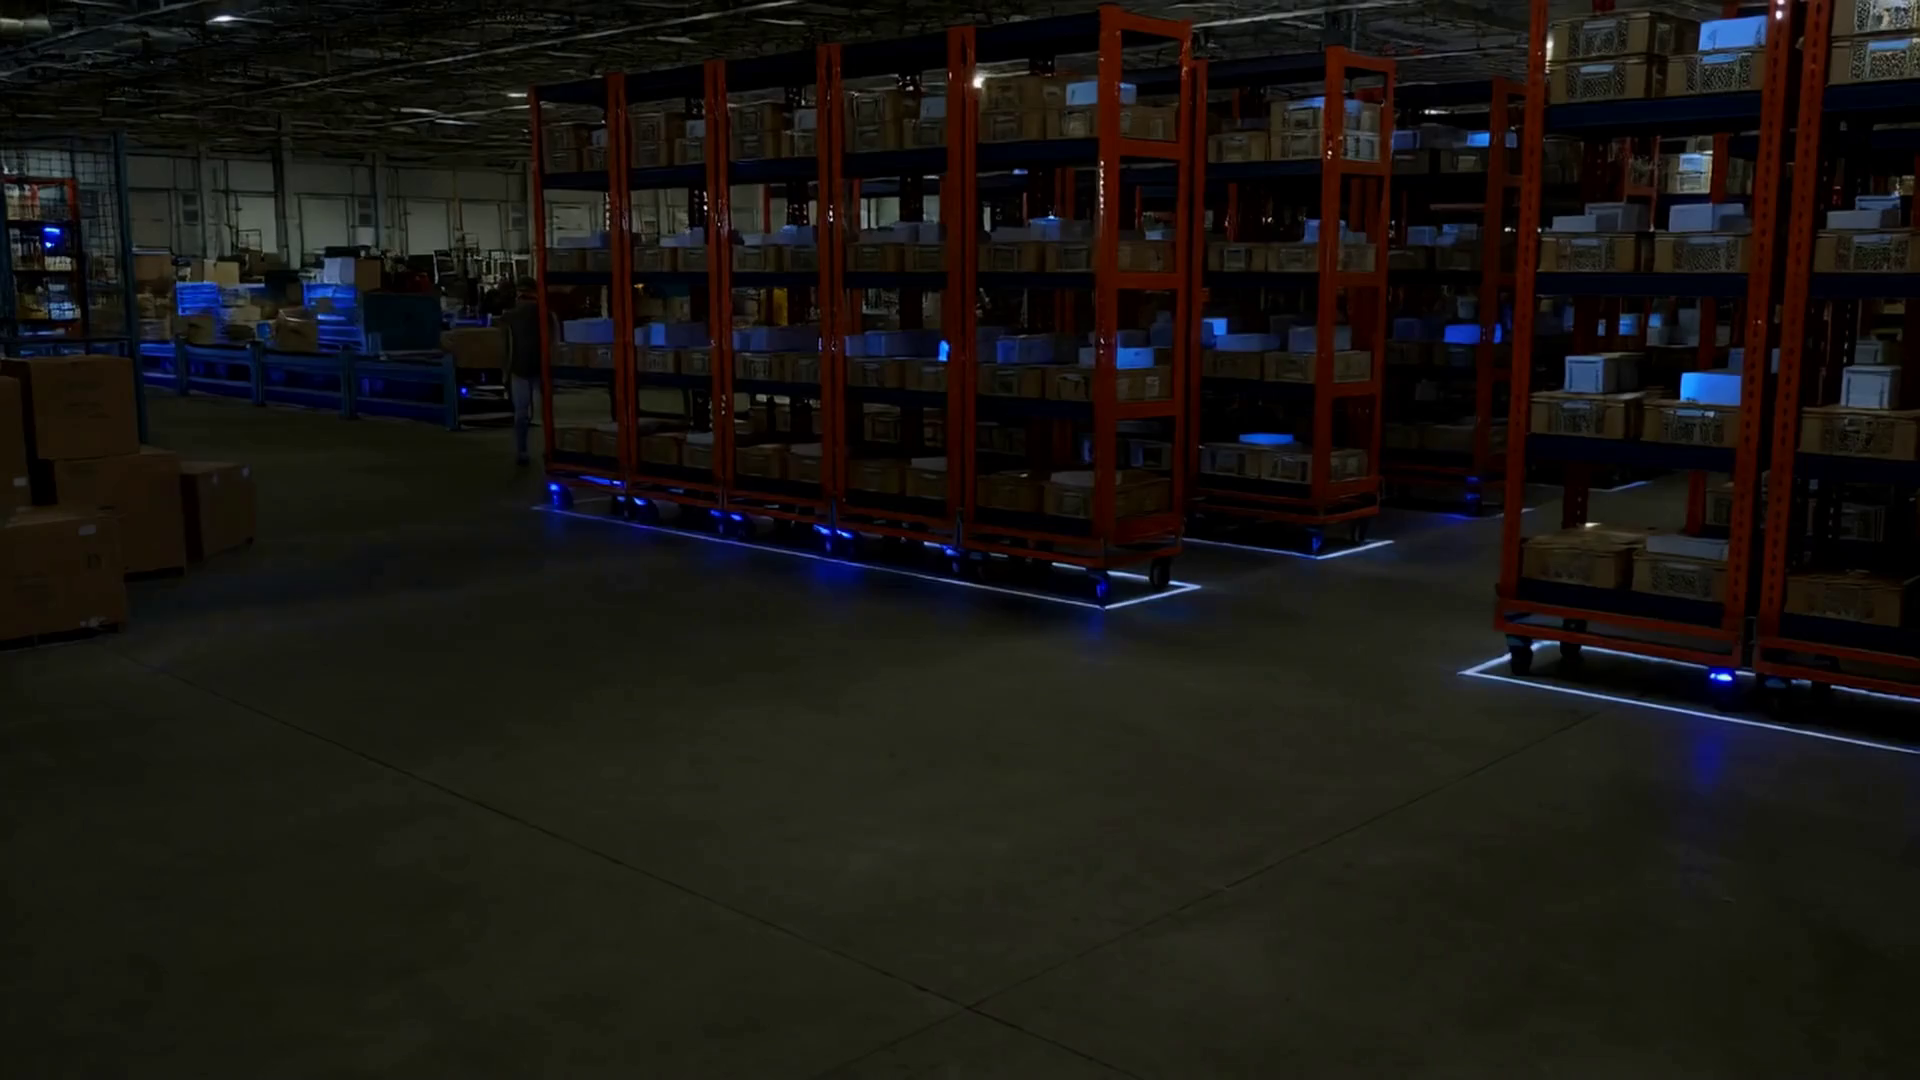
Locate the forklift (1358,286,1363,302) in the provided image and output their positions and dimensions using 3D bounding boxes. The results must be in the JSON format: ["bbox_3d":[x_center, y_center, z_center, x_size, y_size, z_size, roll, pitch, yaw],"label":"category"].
[{"bbox_3d":[11.100,-7.017,46.970,1.873,2.768,1.129,9,13,43],"label":"forklift"}]

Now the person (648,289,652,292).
[{"bbox_3d":[-17.346,-14.098,93.261,0.372,1.940,0.630,-5,11,-28],"label":"person"}]

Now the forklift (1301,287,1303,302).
[{"bbox_3d":[10.340,-7.613,50.622,1.873,2.768,1.129,9,13,43],"label":"forklift"}]

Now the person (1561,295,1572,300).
[{"bbox_3d":[12.523,-4.436,34.343,0.590,1.834,0.404,-7,12,-38],"label":"person"}]

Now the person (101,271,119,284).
[{"bbox_3d":[-32.033,-9.151,62.737,0.756,2.000,0.555,-8,12,-40],"label":"person"}]

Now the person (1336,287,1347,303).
[{"bbox_3d":[9.572,-5.682,41.805,0.968,1.904,0.615,-5,10,-26],"label":"person"}]

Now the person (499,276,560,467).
[{"bbox_3d":[-4.498,-1.757,17.422,0.619,1.992,0.396,-4,10,-21],"label":"person"}]

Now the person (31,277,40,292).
[{"bbox_3d":[-29.721,-7.634,53.677,0.649,1.914,0.582,-2,9,-10],"label":"person"}]

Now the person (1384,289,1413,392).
[{"bbox_3d":[5.508,-2.229,20.858,0.447,1.823,0.596,-2,9,-12],"label":"person"}]

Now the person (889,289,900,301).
[{"bbox_3d":[-2.257,-8.343,58.827,0.544,1.648,0.857,0,9,-2],"label":"person"}]

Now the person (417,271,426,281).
[{"bbox_3d":[-28.468,-13.223,87.895,0.721,1.948,0.414,6,11,35],"label":"person"}]

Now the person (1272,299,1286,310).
[{"bbox_3d":[8.260,-5.759,42.975,0.547,1.644,0.862,-1,9,-5],"label":"person"}]

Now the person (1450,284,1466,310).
[{"bbox_3d":[9.216,-3.870,30.822,0.377,1.847,0.569,4,10,21],"label":"person"}]
